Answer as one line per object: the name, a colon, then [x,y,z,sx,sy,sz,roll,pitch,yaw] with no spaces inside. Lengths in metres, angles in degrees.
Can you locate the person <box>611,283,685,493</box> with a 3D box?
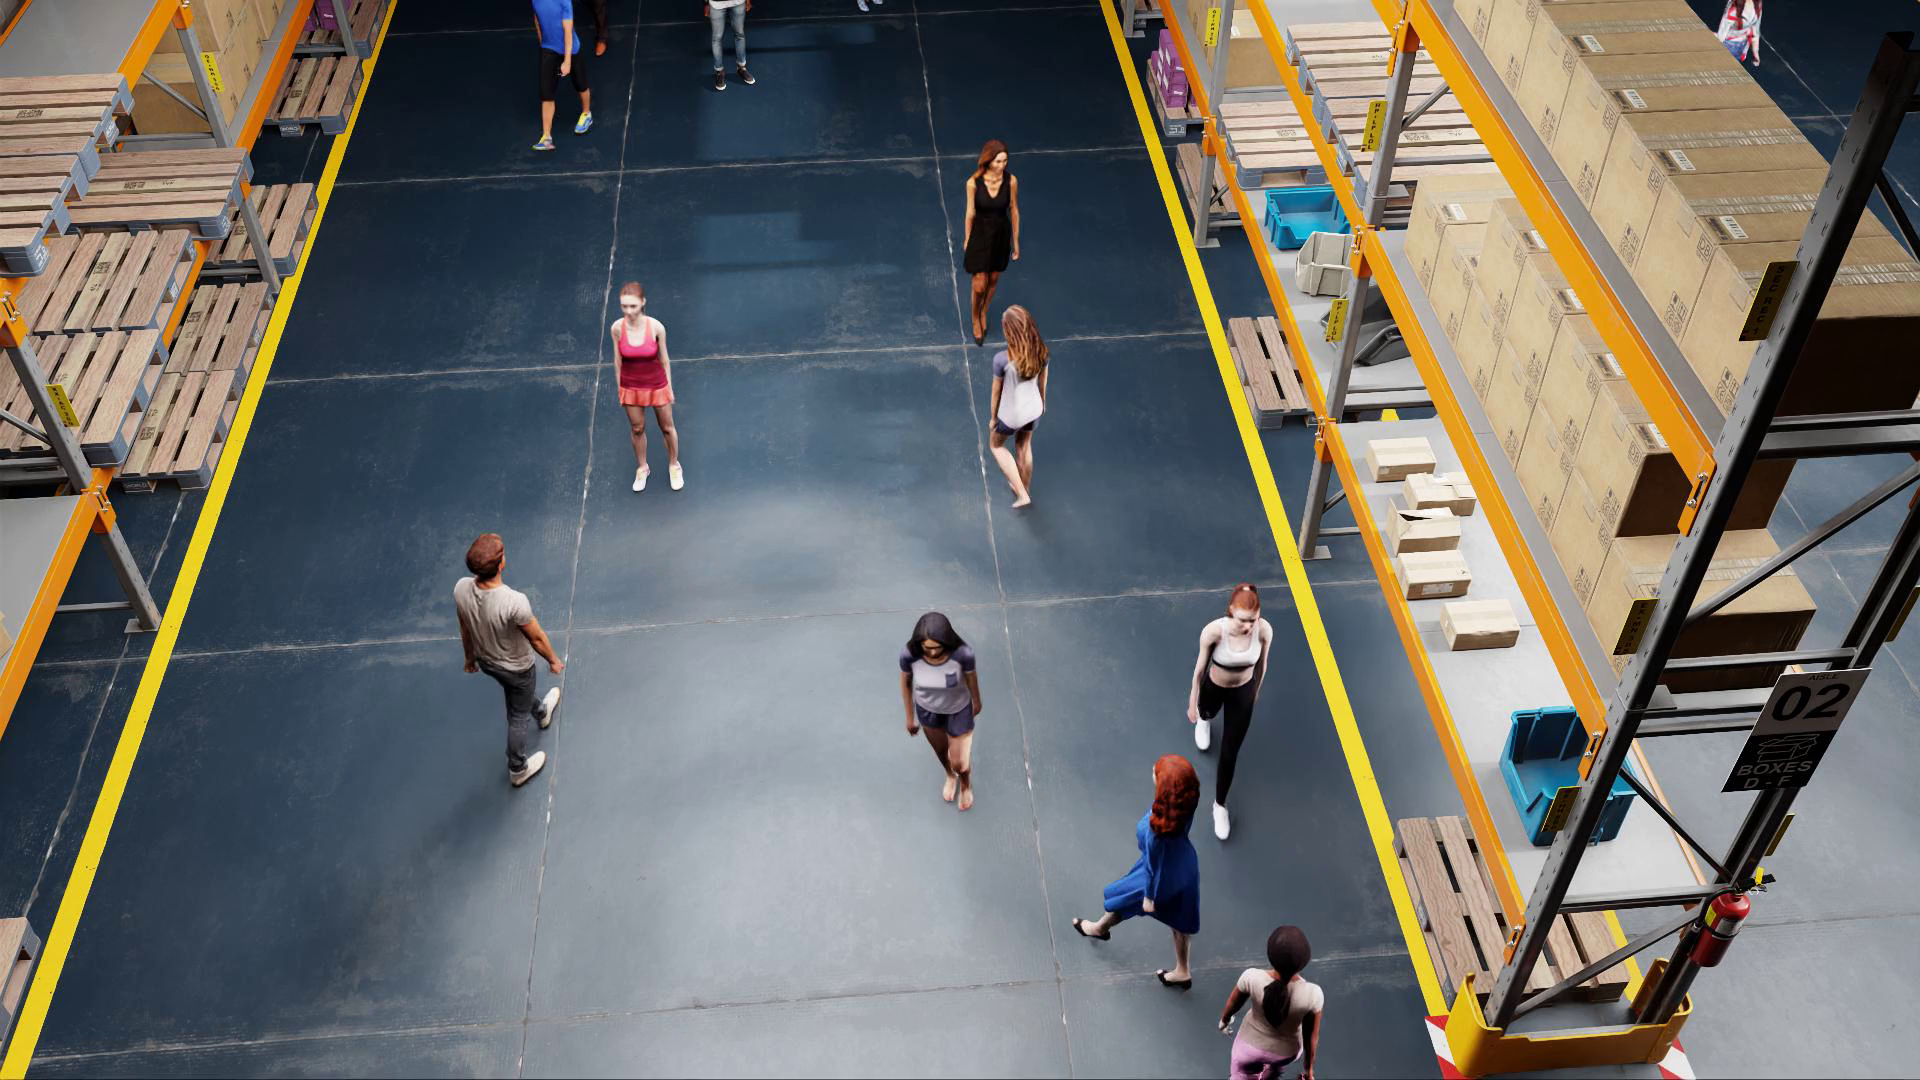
person: [-2.263,-1.105,11.982,0.555,1.754,0.547,-2,44,-3]

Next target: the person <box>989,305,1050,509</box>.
person: [0.444,-0.857,11.752,0.742,1.712,0.796,-19,47,-19]

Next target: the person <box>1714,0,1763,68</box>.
person: [7.282,-4.659,15.821,0.706,1.606,0.726,-20,47,-20]

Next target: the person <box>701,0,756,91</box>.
person: [-2.319,-5.384,16.425,0.725,1.821,0.676,-17,46,-17]

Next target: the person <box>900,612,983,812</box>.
person: [-0.088,0.927,9.902,0.684,1.681,0.675,3,44,3]

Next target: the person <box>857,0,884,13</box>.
person: [-0.998,-6.457,17.702,0.746,1.614,0.687,31,51,28]

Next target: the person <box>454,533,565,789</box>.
person: [-2.755,0.779,9.922,0.979,1.868,1.125,16,46,16]

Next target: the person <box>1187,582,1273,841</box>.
person: [1.568,0.855,9.970,0.675,1.692,1.202,0,44,-1]

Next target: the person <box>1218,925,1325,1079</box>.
person: [1.505,2.574,8.160,0.871,1.700,1.093,9,44,9]

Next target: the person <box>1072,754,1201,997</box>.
person: [1.160,1.847,8.857,1.082,1.792,1.030,29,51,27]

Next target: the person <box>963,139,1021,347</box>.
person: [0.230,-2.413,13.307,0.621,1.821,0.633,-8,44,-8]

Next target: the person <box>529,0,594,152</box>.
person: [-3.700,-4.639,15.641,0.865,1.825,1.217,11,45,11]
